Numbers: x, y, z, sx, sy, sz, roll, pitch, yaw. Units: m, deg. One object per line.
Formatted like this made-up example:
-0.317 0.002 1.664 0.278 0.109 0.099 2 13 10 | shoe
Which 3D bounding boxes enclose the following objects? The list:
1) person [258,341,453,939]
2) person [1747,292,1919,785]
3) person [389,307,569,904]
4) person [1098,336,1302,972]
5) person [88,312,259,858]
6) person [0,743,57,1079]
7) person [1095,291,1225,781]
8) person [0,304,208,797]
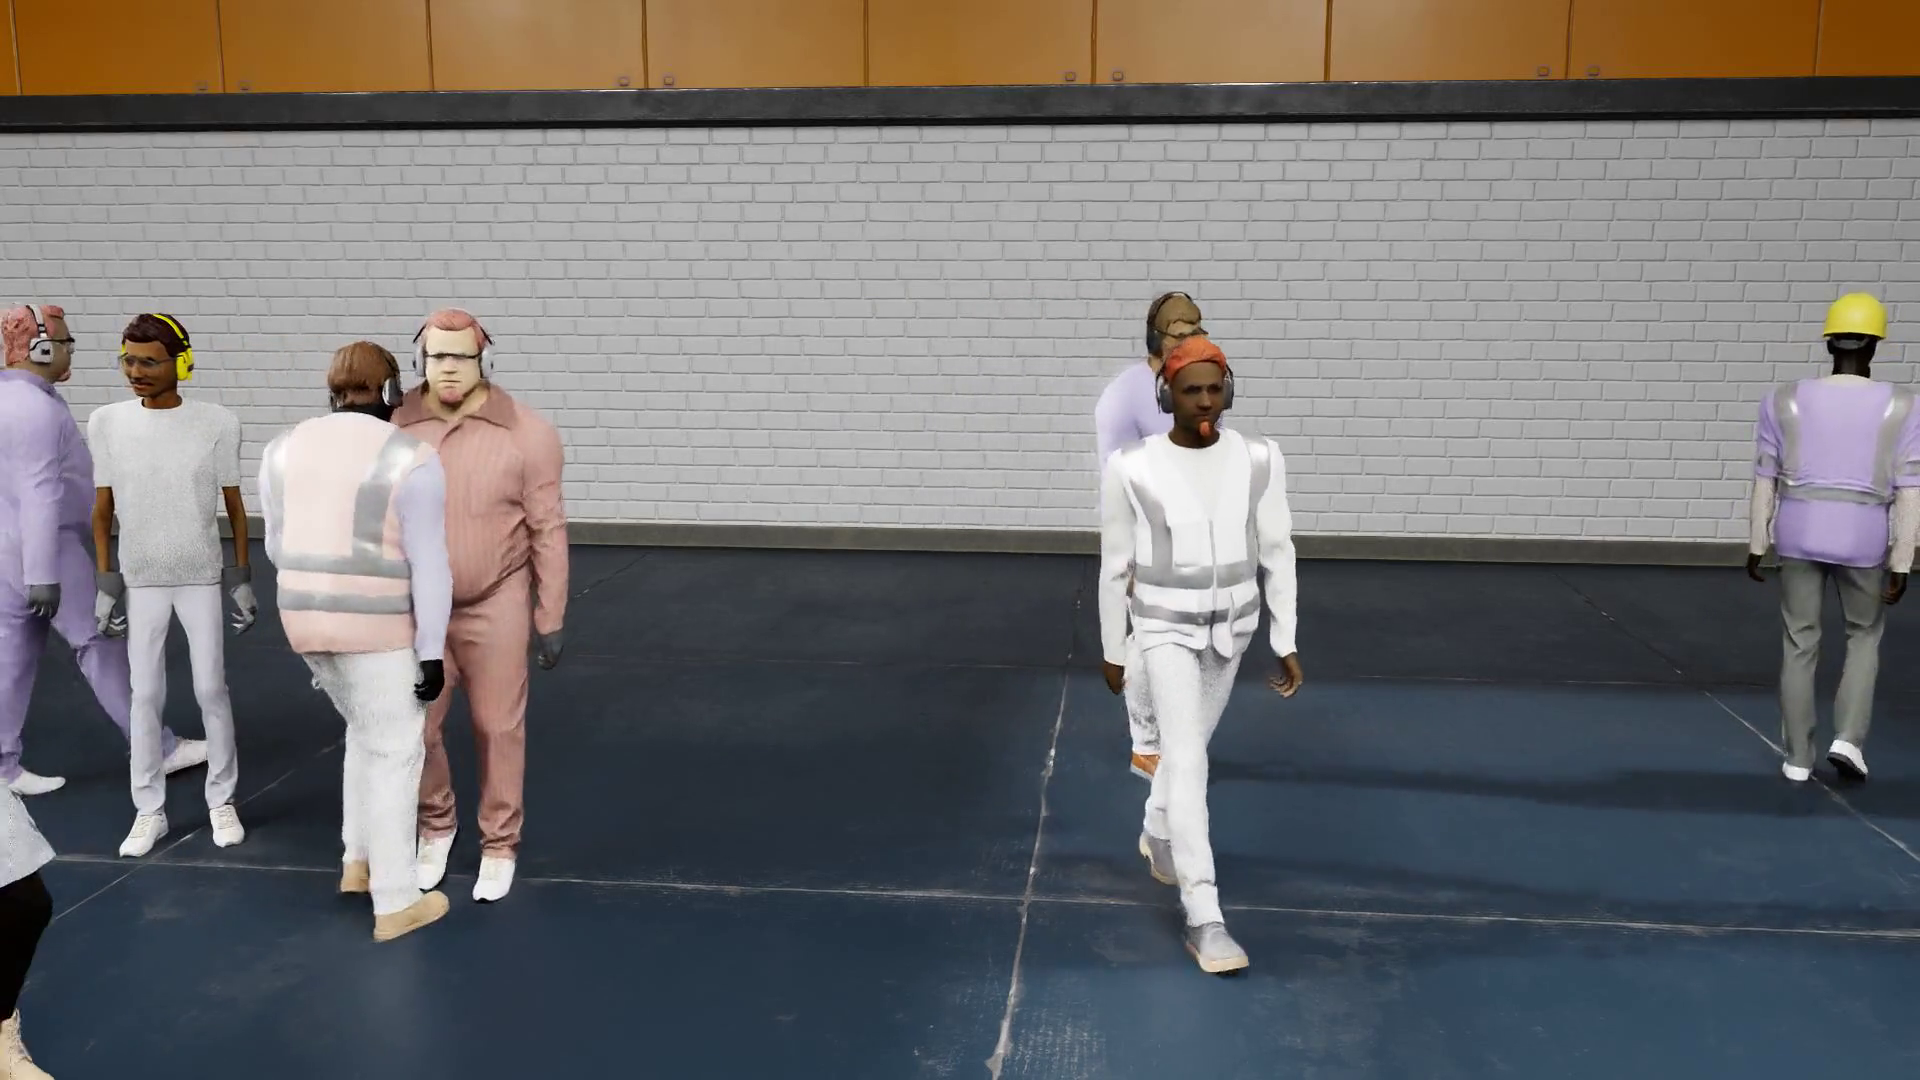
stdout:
-1.850 0.299 5.136 0.649 1.797 0.521 4 11 19 | person
3.367 0.009 6.432 0.591 1.914 0.420 6 11 29 | person
-1.569 0.220 5.252 0.677 1.893 0.399 -1 10 -3 | person
0.709 0.287 5.121 0.575 1.828 1.033 -3 10 -15 | person
-2.709 0.155 5.736 0.520 1.865 0.332 -3 10 -17 | person
-2.349 0.584 3.776 0.393 1.686 0.542 4 11 21 | person
0.804 0.015 6.374 0.644 1.918 0.448 -7 12 -35 | person
-3.346 0.047 6.335 0.925 1.866 0.660 -9 14 -43 | person
